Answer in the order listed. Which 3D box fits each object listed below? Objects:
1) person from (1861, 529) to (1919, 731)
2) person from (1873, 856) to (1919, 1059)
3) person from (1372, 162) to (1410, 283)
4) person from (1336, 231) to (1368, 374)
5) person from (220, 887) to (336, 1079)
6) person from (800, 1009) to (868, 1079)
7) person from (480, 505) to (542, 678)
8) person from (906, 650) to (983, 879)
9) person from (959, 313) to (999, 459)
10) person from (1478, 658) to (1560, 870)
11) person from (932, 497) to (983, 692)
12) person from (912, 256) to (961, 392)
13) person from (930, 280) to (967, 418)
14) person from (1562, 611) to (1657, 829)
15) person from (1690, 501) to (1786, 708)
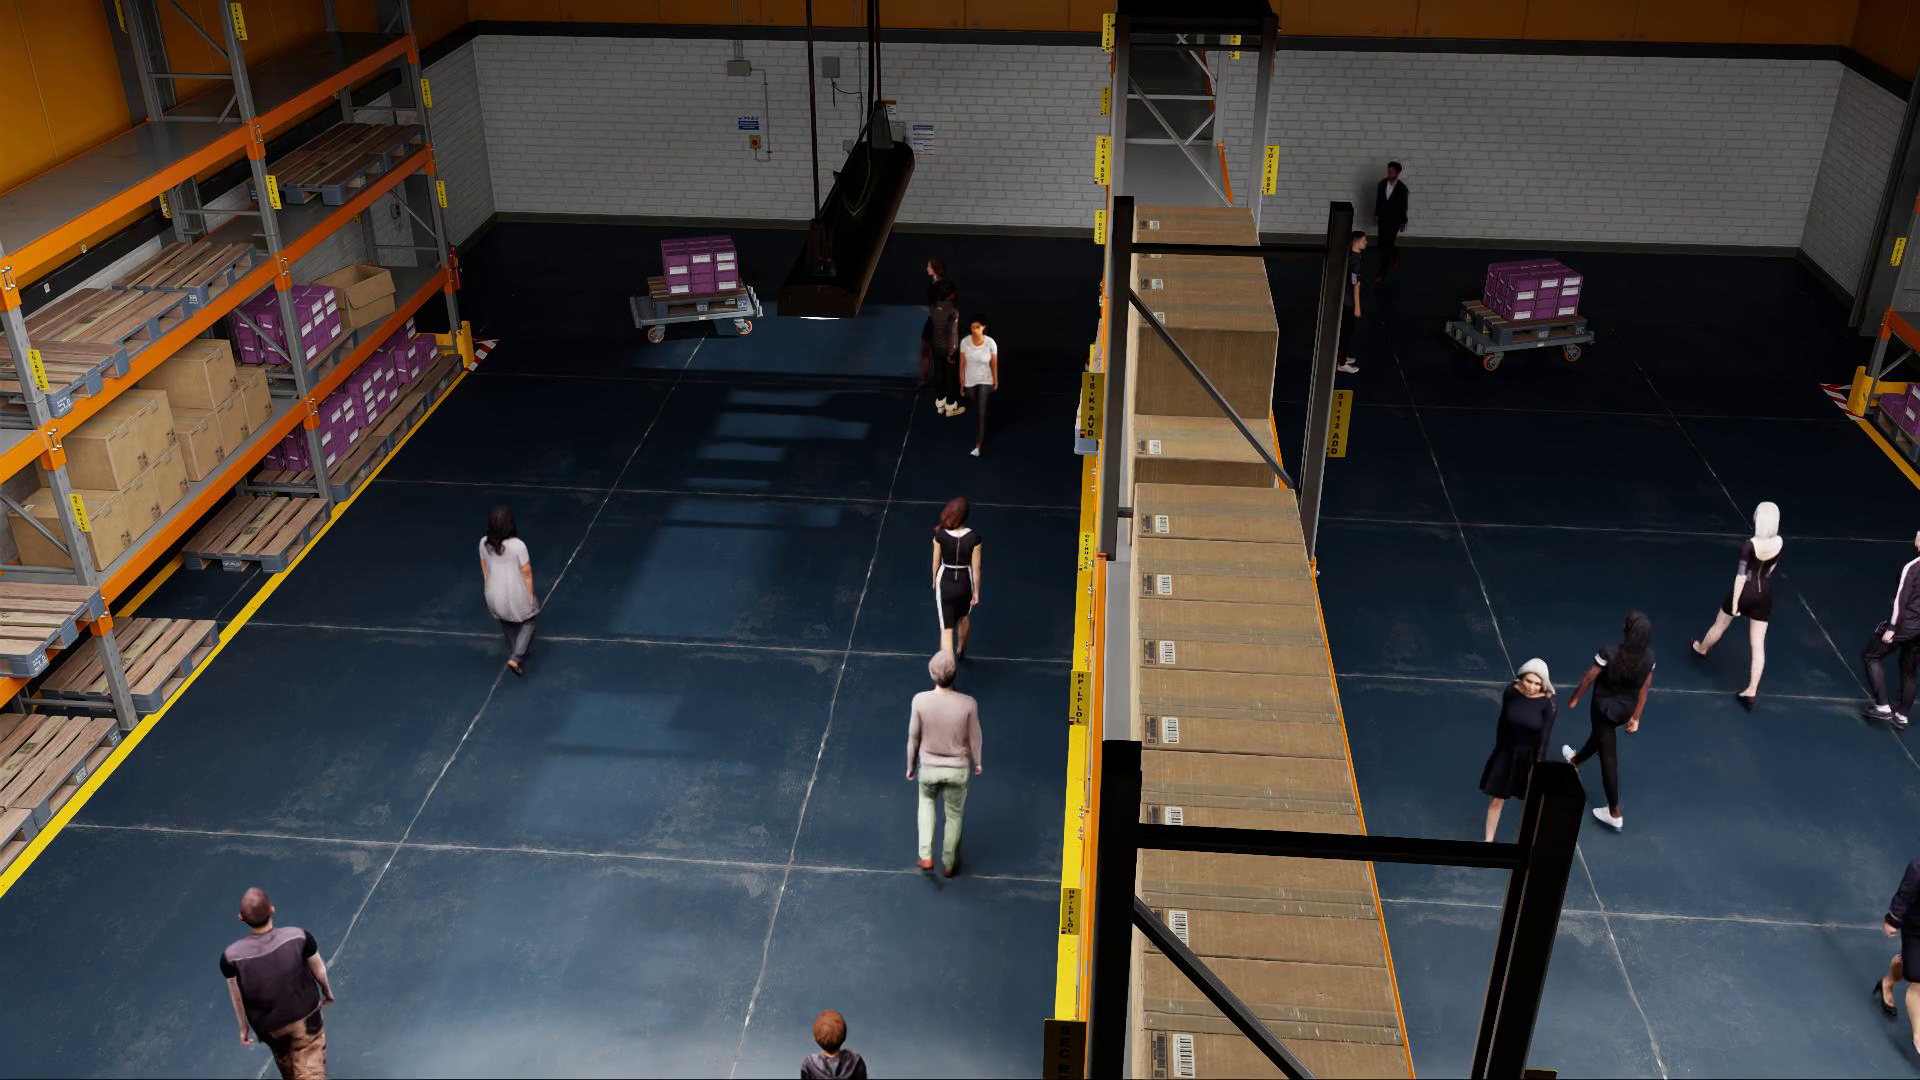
[{"bbox_3d":[7.833,0.783,13.605,0.842,1.813,0.815,-8,30,-14],"label":"person"},{"bbox_3d":[6.208,2.457,10.713,0.802,1.643,1.050,-1,29,-2],"label":"person"},{"bbox_3d":[6.111,-4.489,23.388,1.074,1.700,1.011,-25,37,-38],"label":"person"},{"bbox_3d":[4.814,-2.957,20.511,0.679,1.765,0.465,2,29,4],"label":"person"},{"bbox_3d":[-3.962,2.874,9.794,1.015,1.791,1.293,-10,30,-17],"label":"person"},{"bbox_3d":[-0.712,3.262,9.444,0.563,1.446,0.546,-2,29,-3],"label":"person"},{"bbox_3d":[-3.927,0.467,14.412,0.672,1.593,0.860,6,29,10],"label":"person"},{"bbox_3d":[-0.123,1.688,11.898,0.680,1.859,0.675,3,29,5],"label":"person"},{"bbox_3d":[0.216,-1.771,18.509,0.716,1.600,1.105,9,30,16],"label":"person"},{"bbox_3d":[4.149,1.589,12.225,0.926,1.718,1.127,20,35,32],"label":"person"},{"bbox_3d":[-0.052,0.497,14.181,0.644,1.763,1.105,0,29,-1],"label":"person"},{"bbox_3d":[-0.169,-2.554,19.867,0.909,1.674,1.057,-9,30,-16],"label":"person"},{"bbox_3d":[-0.176,-2.201,19.233,0.695,1.661,0.755,14,32,24],"label":"person"},{"bbox_3d":[4.997,1.386,12.639,0.872,1.679,1.265,-6,29,-12],"label":"person"},{"bbox_3d":[6.721,0.576,14.022,0.768,1.776,1.227,-4,29,-7],"label":"person"}]
